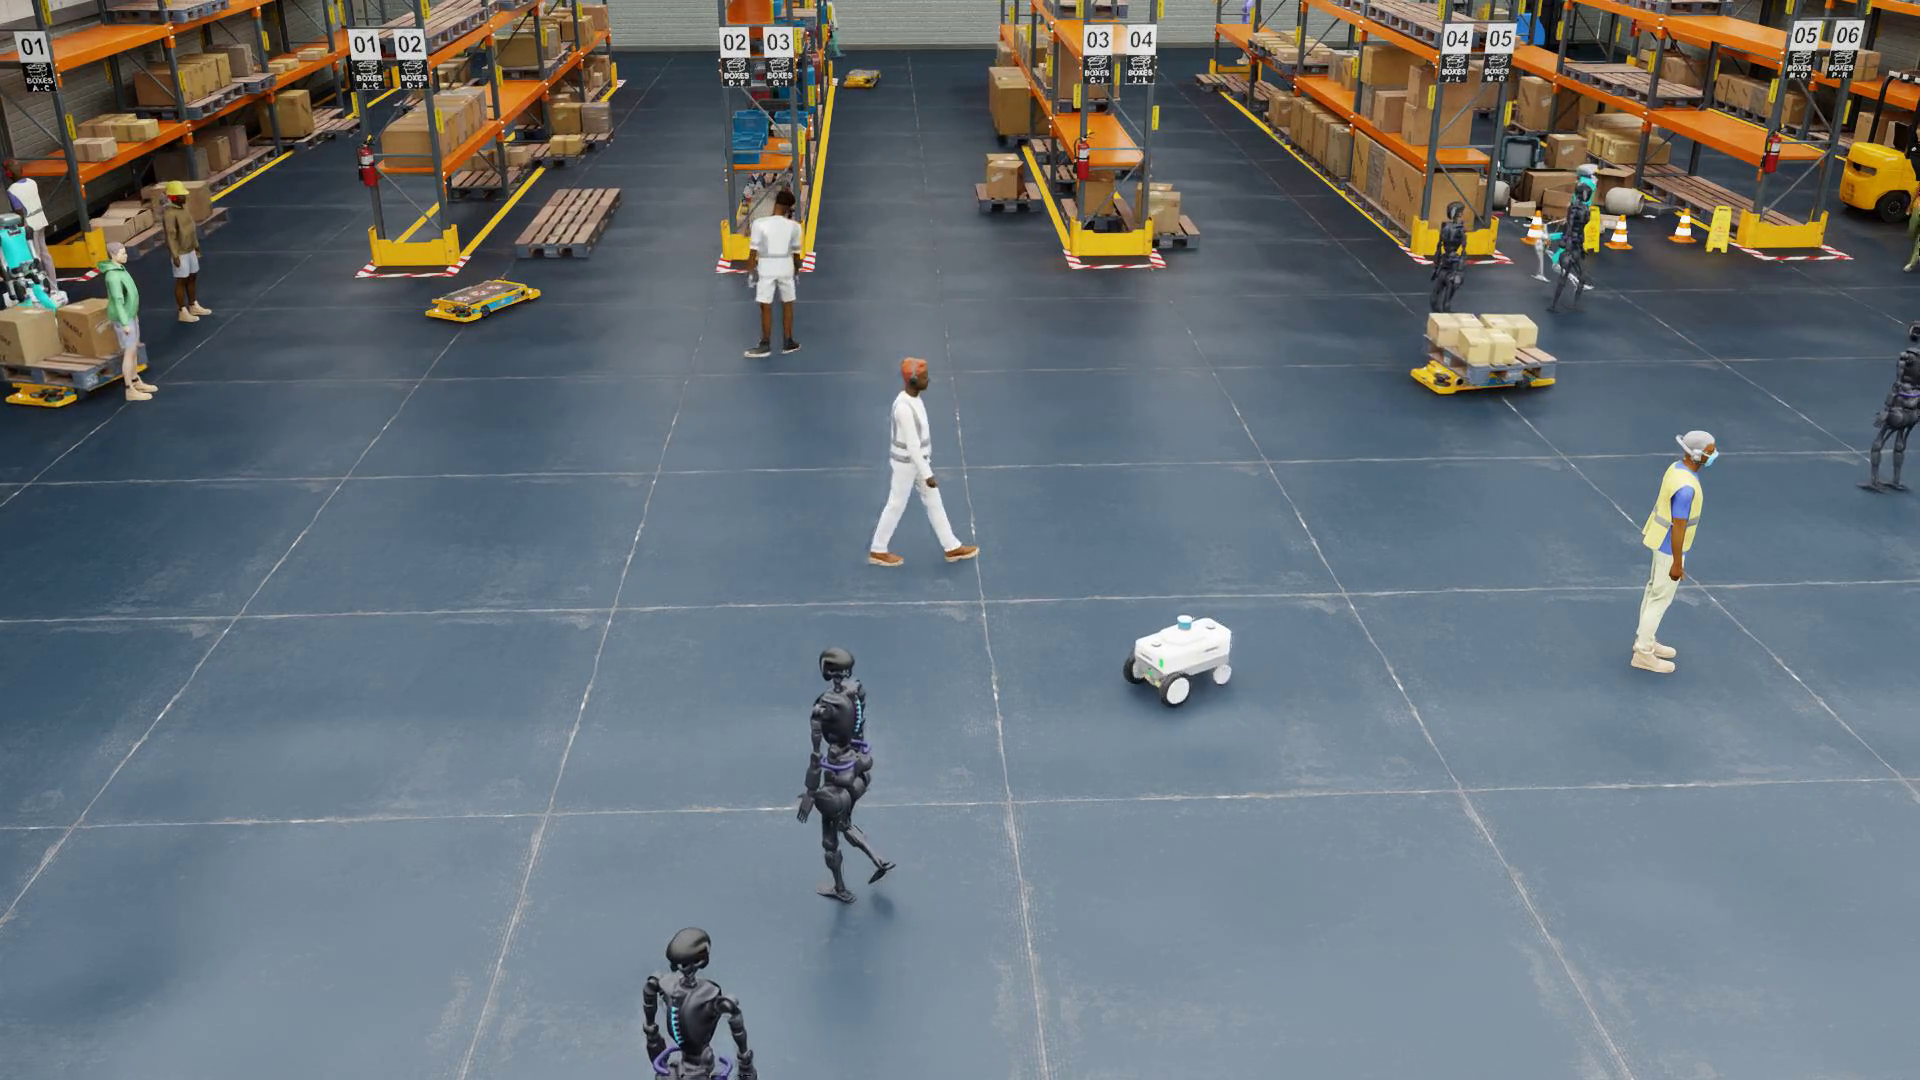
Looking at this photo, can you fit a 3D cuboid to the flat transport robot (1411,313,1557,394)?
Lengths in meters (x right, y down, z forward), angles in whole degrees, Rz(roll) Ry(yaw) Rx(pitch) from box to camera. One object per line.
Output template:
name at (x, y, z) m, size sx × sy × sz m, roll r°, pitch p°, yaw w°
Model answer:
flat transport robot at (5.876, -1.868, 18.671) m, size 1.431 × 0.231 × 0.659 m, roll -5°, pitch 25°, yaw -12°

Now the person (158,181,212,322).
person at (-9.689, -3.607, 20.761) m, size 0.417 × 1.752 × 0.556 m, roll 2°, pitch 24°, yaw 5°

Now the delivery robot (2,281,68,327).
delivery robot at (-11.503, -2.925, 20.696) m, size 0.768 × 0.597 × 0.515 m, roll 5°, pitch 24°, yaw 11°

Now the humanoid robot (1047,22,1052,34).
humanoid robot at (2.284, -12.858, 41.590) m, size 0.538 × 1.737 × 1.054 m, roll -16°, pitch 28°, yaw -31°

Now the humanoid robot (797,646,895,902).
humanoid robot at (-0.664, 1.385, 9.640) m, size 0.433 × 1.646 × 0.592 m, roll 12°, pitch 27°, yaw 25°

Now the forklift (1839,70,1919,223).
forklift at (15.132, -6.143, 25.915) m, size 2.313 × 2.155 × 1.214 m, roll -1°, pitch 24°, yaw -2°

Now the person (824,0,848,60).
person at (-3.179, -12.929, 41.724) m, size 0.848 × 1.726 × 0.548 m, roll -7°, pitch 25°, yaw -15°

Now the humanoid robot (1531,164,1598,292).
humanoid robot at (7.947, -4.111, 21.953) m, size 1.062 × 1.746 × 0.555 m, roll 17°, pitch 29°, yaw 33°

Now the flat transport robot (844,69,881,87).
flat transport robot at (-2.251, -10.676, 38.462) m, size 0.659 × 0.231 × 1.431 m, roll 2°, pitch 24°, yaw 5°

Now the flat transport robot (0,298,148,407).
flat transport robot at (-9.829, -1.798, 18.514) m, size 0.659 × 0.231 × 1.431 m, roll 6°, pitch 25°, yaw 13°

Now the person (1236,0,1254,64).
person at (7.099, -12.699, 41.127) m, size 0.395 × 1.799 × 0.585 m, roll 2°, pitch 24°, yaw 5°

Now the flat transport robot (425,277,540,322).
flat transport robot at (-6.139, -3.096, 21.429) m, size 0.659 × 0.231 × 1.431 m, roll 12°, pitch 27°, yaw 25°

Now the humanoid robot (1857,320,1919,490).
humanoid robot at (8.834, -1.256, 15.549) m, size 0.616 × 1.649 × 0.310 m, roll -15°, pitch 28°, yaw -29°

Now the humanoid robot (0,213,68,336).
humanoid robot at (-10.523, -2.827, 19.021) m, size 0.727 × 1.790 × 0.531 m, roll 10°, pitch 26°, yaw 21°

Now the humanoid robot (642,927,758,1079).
humanoid robot at (-1.164, 2.431, 7.338) m, size 0.585 × 1.635 × 0.771 m, roll 10°, pitch 26°, yaw 21°

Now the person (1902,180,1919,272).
person at (13.410, -4.579, 23.002) m, size 0.649 × 1.688 × 0.459 m, roll -14°, pitch 28°, yaw -29°

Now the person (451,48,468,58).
person at (-11.296, -11.014, 37.491) m, size 0.540 × 1.671 × 0.728 m, roll -1°, pitch 24°, yaw -2°

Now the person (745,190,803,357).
person at (-2.212, -3.108, 19.435) m, size 0.777 × 1.930 × 0.374 m, roll -8°, pitch 25°, yaw -17°

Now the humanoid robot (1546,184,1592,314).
humanoid robot at (7.752, -3.661, 20.969) m, size 0.463 × 1.644 × 0.608 m, roll 17°, pitch 29°, yaw 34°

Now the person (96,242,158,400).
person at (-9.033, -2.372, 18.008) m, size 0.315 × 1.735 × 0.478 m, roll -7°, pitch 25°, yaw -14°

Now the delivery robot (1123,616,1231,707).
delivery robot at (1.620, 0.858, 12.214) m, size 0.812 × 0.611 × 0.499 m, roll -15°, pitch 28°, yaw -30°

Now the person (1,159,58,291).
person at (-12.037, -4.007, 21.546) m, size 0.394 × 1.839 × 0.563 m, roll 0°, pitch 24°, yaw 0°

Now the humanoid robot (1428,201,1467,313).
humanoid robot at (5.898, -3.252, 20.048) m, size 0.336 × 1.657 × 0.588 m, roll -8°, pitch 25°, yaw -18°

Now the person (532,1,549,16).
person at (-10.359, -12.600, 40.874) m, size 0.561 × 1.821 × 0.439 m, roll -14°, pitch 27°, yaw -28°

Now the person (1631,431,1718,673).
person at (5.265, 0.071, 12.336) m, size 0.398 × 1.886 × 0.509 m, roll 7°, pitch 25°, yaw 16°

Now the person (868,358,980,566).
person at (-0.349, -0.630, 13.965) m, size 0.939 × 1.832 × 0.568 m, roll 5°, pitch 25°, yaw 12°

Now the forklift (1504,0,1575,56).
forklift at (14.700, -13.805, 42.301) m, size 1.873 × 2.768 × 1.129 m, roll -1°, pitch 24°, yaw -2°
